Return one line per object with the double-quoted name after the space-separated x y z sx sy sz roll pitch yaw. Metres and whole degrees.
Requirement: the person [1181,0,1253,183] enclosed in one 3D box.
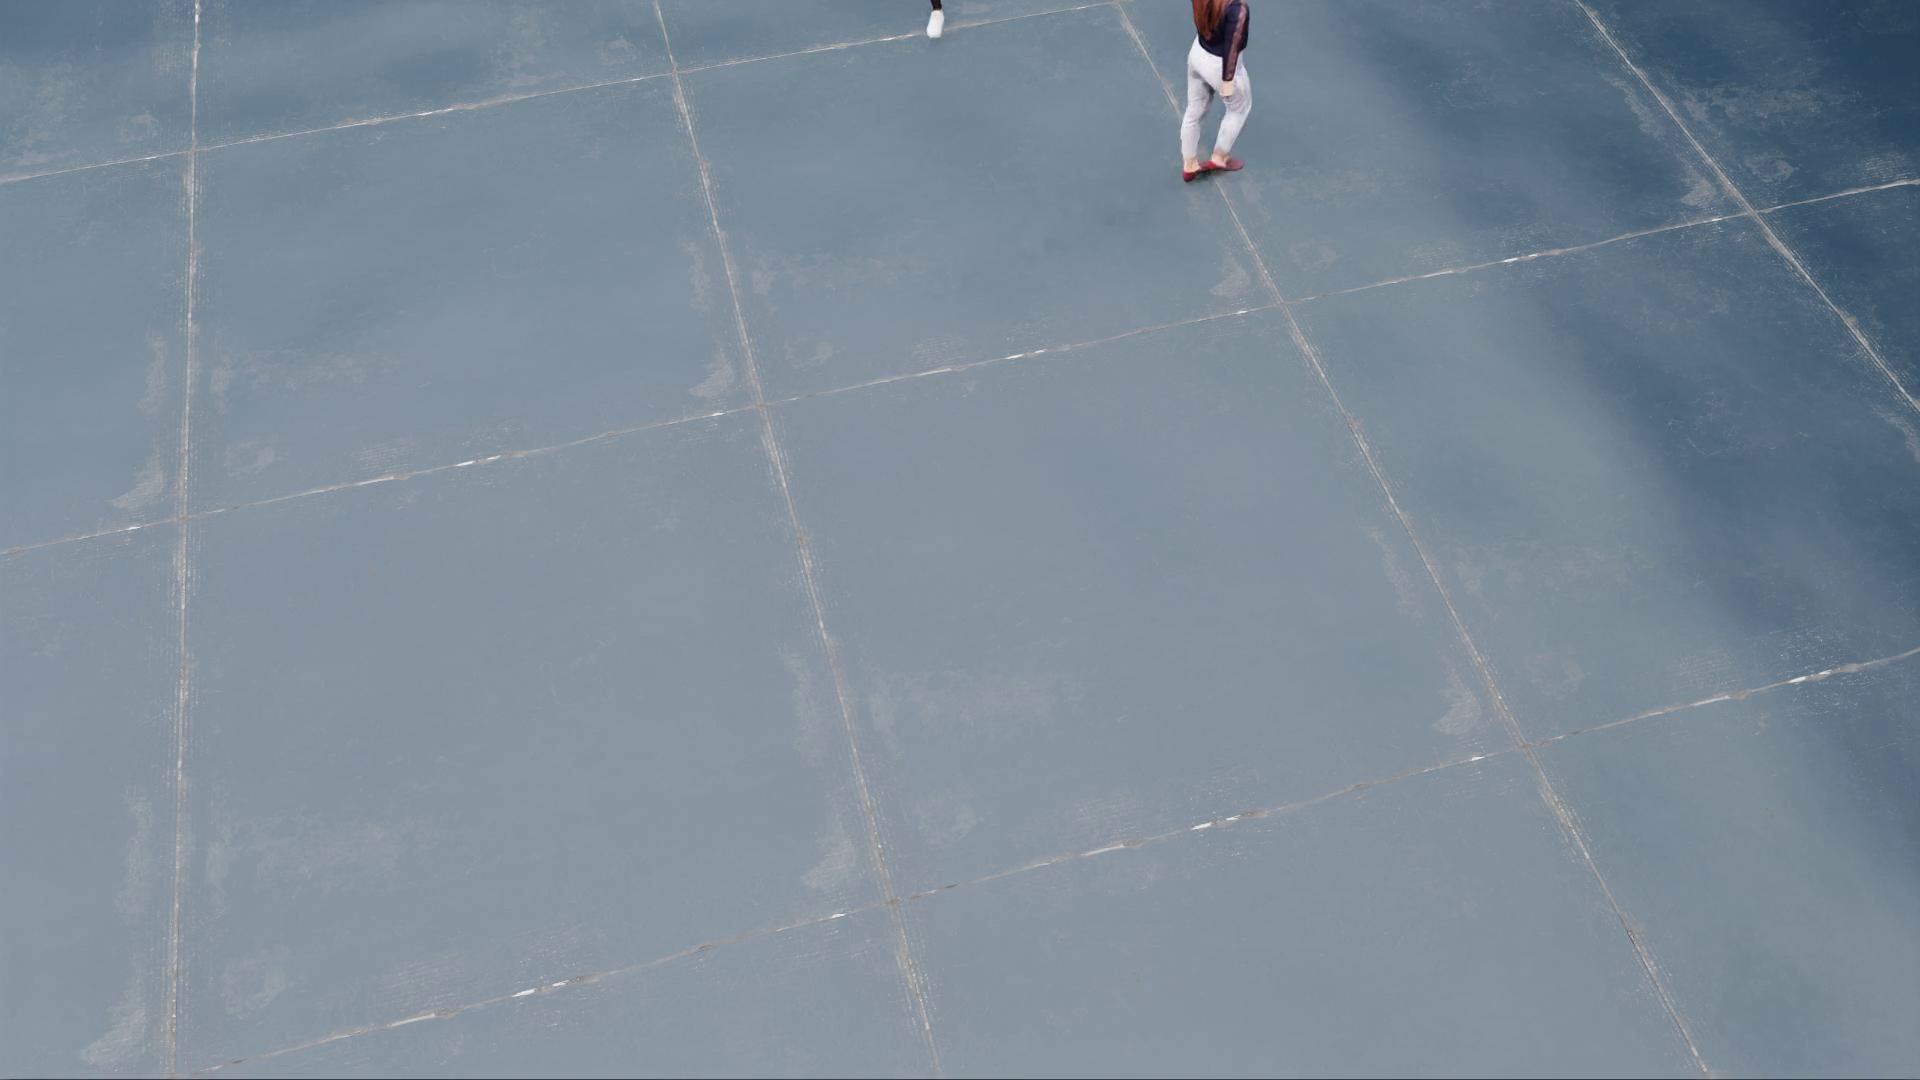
1.410 -2.689 9.471 0.750 1.597 0.644 -24 56 -18 "person"
